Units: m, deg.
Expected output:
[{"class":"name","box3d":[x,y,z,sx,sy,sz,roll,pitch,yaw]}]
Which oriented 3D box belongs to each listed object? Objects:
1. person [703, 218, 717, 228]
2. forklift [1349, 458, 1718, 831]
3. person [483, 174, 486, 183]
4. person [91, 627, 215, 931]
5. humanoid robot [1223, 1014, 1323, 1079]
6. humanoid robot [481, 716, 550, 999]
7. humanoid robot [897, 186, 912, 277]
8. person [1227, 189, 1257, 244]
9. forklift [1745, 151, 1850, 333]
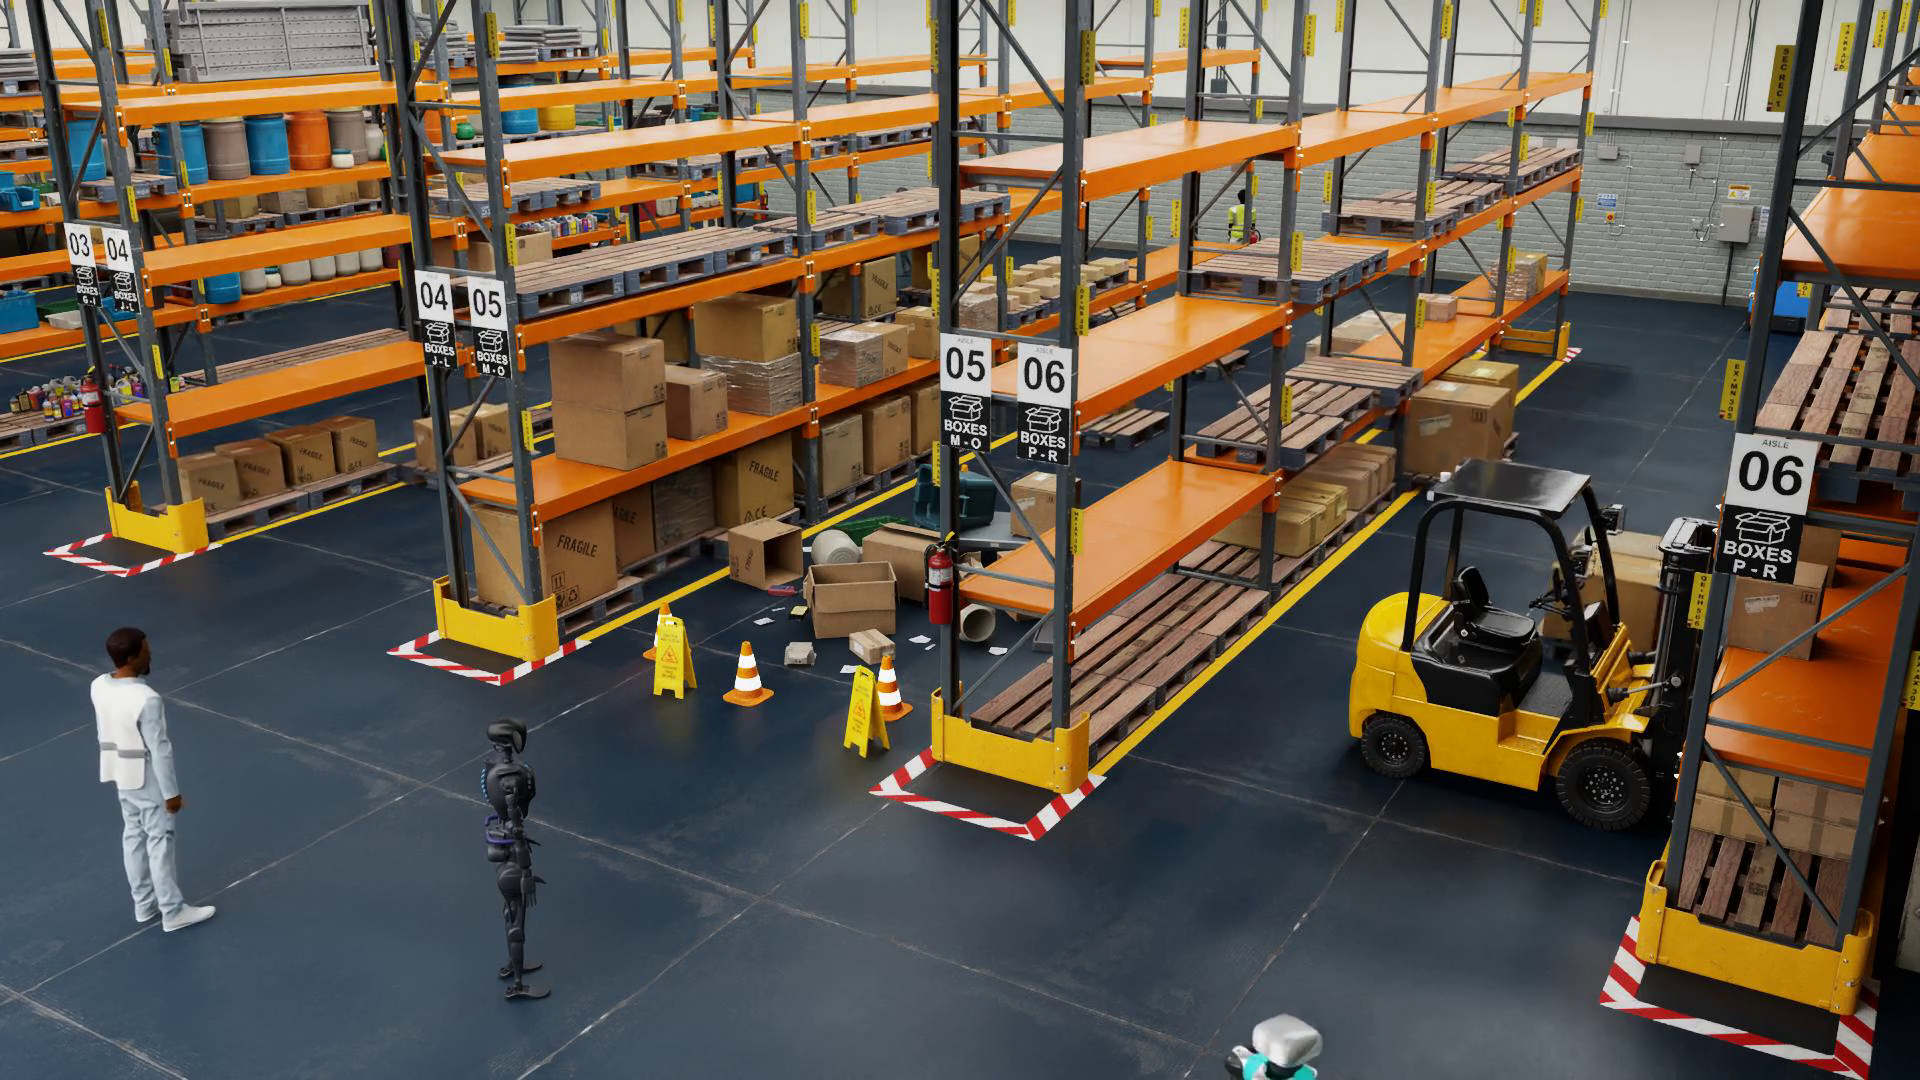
[{"class":"person","box3d":[-5.241,-7.060,34.858,0.490,1.688,0.348,-6,20,-17]},{"class":"forklift","box3d":[3.988,0.658,11.776,2.313,2.155,1.214,11,22,29]},{"class":"person","box3d":[-10.391,-7.720,36.591,0.336,1.800,0.518,8,21,21]},{"class":"person","box3d":[-4.897,1.432,9.955,0.588,1.919,0.394,12,22,30]},{"class":"humanoid robot","box3d":[1.463,2.685,6.756,0.783,1.866,0.559,-16,24,-38]},{"class":"humanoid robot","box3d":[-2.504,1.756,9.361,0.315,1.657,0.599,-6,20,-17]},{"class":"humanoid robot","box3d":[-1.037,-5.798,31.223,0.357,1.652,0.603,1,19,3]},{"class":"person","box3d":[5.174,-5.596,30.605,0.540,1.695,0.315,0,19,0]},{"class":"forklift","box3d":[13.620,-4.667,26.137,1.873,2.768,1.129,11,22,29]}]
